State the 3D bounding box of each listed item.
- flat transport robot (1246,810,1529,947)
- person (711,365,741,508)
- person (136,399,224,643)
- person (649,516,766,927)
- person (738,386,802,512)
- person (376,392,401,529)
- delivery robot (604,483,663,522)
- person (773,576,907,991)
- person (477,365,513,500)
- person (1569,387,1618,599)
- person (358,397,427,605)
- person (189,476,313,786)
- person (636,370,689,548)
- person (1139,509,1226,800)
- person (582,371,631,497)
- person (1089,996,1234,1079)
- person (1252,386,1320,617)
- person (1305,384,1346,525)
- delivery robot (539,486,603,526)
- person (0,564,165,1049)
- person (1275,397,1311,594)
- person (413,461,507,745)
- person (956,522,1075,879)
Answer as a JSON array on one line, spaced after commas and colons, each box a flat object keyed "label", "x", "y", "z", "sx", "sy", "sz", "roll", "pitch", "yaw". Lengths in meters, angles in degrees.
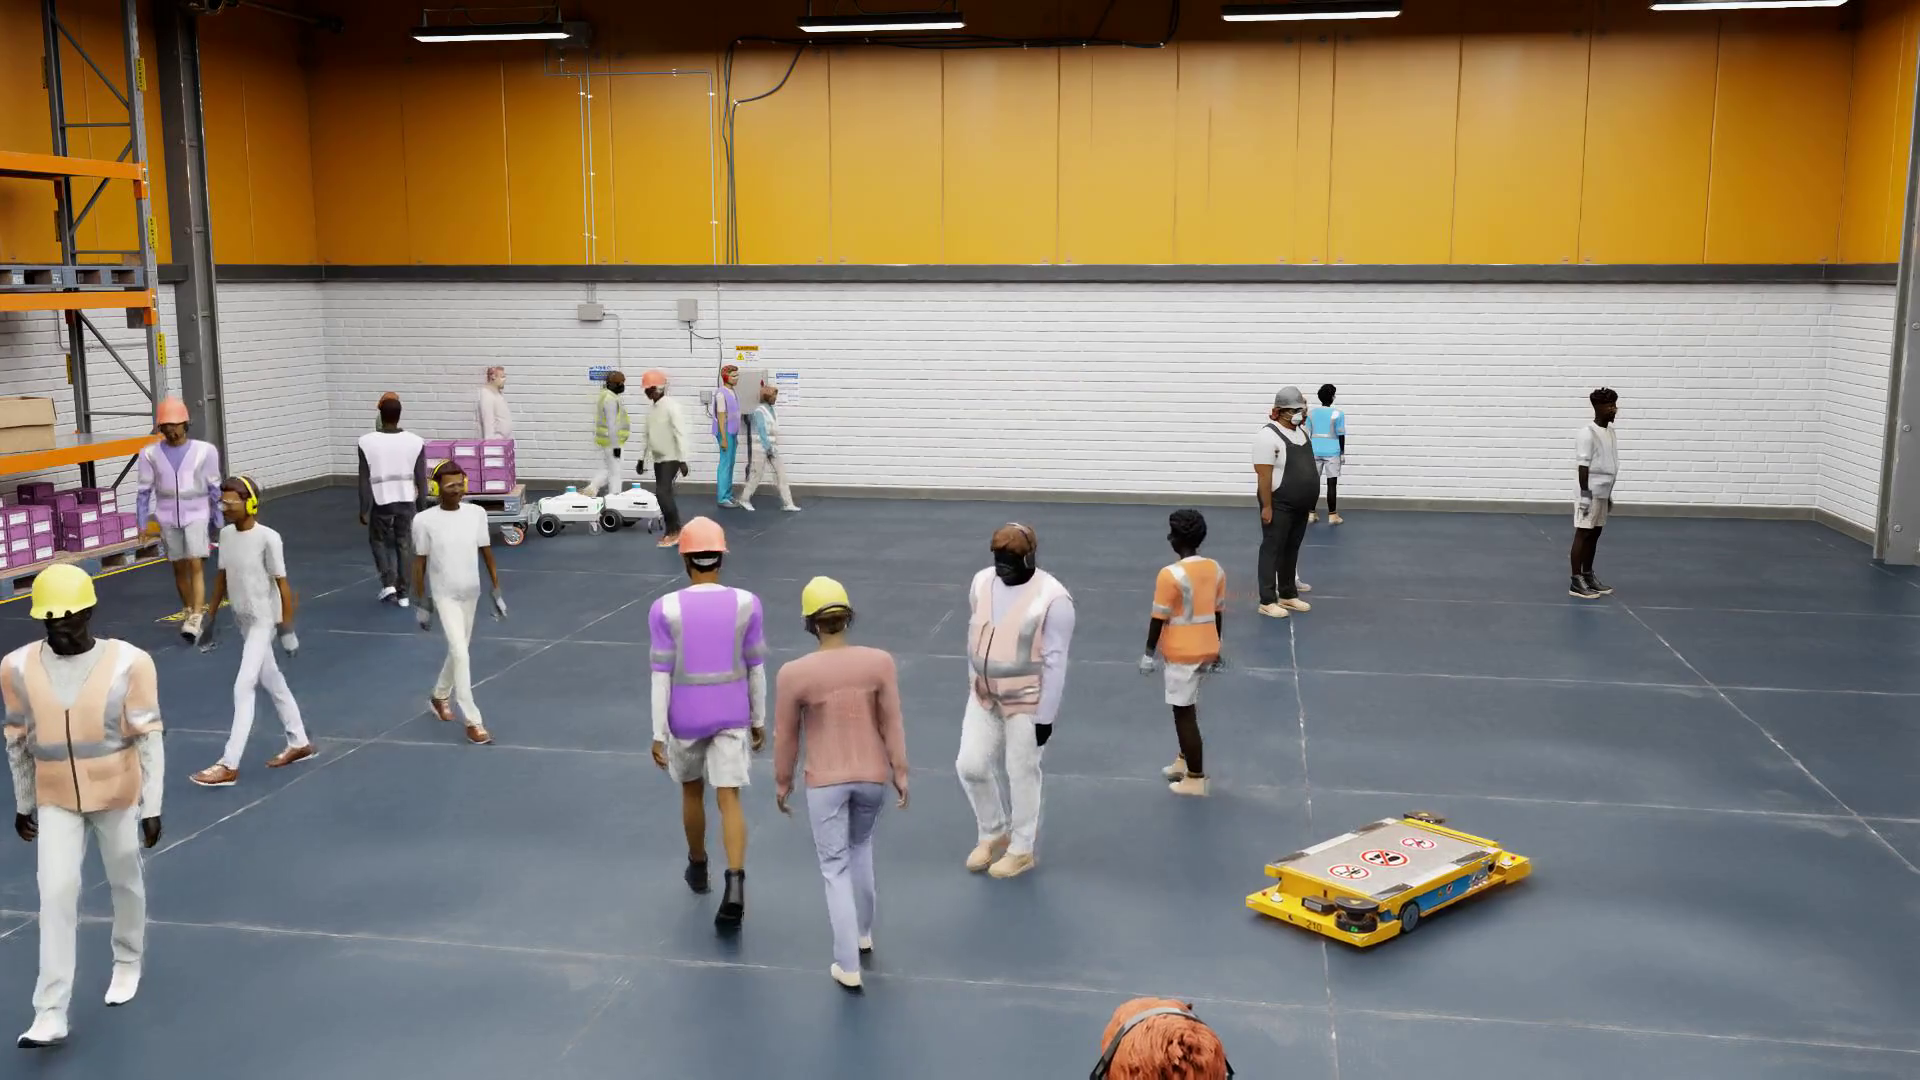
[{"label": "flat transport robot", "x": 2.092, "y": 1.610, "z": 8.055, "sx": 1.431, "sy": 0.197, "sz": 0.652, "roll": -8, "pitch": 12, "yaw": -41}, {"label": "person", "x": -3.010, "y": -1.336, "z": 21.464, "sx": 0.372, "sy": 1.843, "sz": 0.570, "roll": 1, "pitch": 9, "yaw": 7}, {"label": "person", "x": -6.418, "y": -0.150, "z": 13.656, "sx": 0.640, "sy": 1.988, "sz": 1.035, "roll": -2, "pitch": 9, "yaw": -12}, {"label": "person", "x": -1.172, "y": 0.843, "z": 7.834, "sx": 0.557, "sy": 1.895, "sz": 0.954, "roll": -2, "pitch": 9, "yaw": -15}, {"label": "person", "x": -2.451, "y": -1.148, "z": 21.053, "sx": 0.810, "sy": 1.599, "sz": 0.519, "roll": 4, "pitch": 10, "yaw": 23}, {"label": "person", "x": -6.738, "y": -0.941, "z": 19.700, "sx": 0.494, "sy": 1.624, "sz": 0.279, "roll": 8, "pitch": 12, "yaw": 42}, {"label": "delivery robot", "x": -3.794, "y": -0.425, "z": 19.512, "sx": 0.707, "sy": 0.478, "sz": 0.477, "roll": 2, "pitch": 9, "yaw": 13}, {"label": "person", "x": -0.541, "y": 1.014, "z": 7.184, "sx": 0.543, "sy": 1.736, "sz": 0.655, "roll": -4, "pitch": 10, "yaw": -21}, {"label": "person", "x": -5.823, "y": -1.222, "z": 20.631, "sx": 0.636, "sy": 1.884, "sz": 0.656, "roll": -1, "pitch": 9, "yaw": -4}, {"label": "person", "x": 5.954, "y": -0.449, "z": 15.583, "sx": 0.372, "sy": 1.966, "sz": 0.603, "roll": 9, "pitch": 13, "yaw": 44}, {"label": "person", "x": -5.169, "y": -0.346, "z": 15.157, "sx": 0.616, "sy": 1.896, "sz": 0.478, "roll": -5, "pitch": 11, "yaw": -30}, {"label": "person", "x": -4.312, "y": 0.533, "z": 9.935, "sx": 0.530, "sy": 1.824, "sz": 0.953, "roll": 7, "pitch": 11, "yaw": 36}, {"label": "person", "x": -3.295, "y": -0.889, "z": 18.338, "sx": 0.647, "sy": 1.958, "sz": 0.659, "roll": -9, "pitch": 13, "yaw": -43}, {"label": "person", "x": 1.256, "y": 0.652, "z": 9.660, "sx": 0.568, "sy": 1.679, "sz": 0.537, "roll": 8, "pitch": 12, "yaw": 42}, {"label": "person", "x": -4.425, "y": -1.224, "z": 20.901, "sx": 0.568, "sy": 1.815, "sz": 0.636, "roll": -2, "pitch": 9, "yaw": -12}, {"label": "person", "x": 0.319, "y": 1.662, "z": 2.740, "sx": 0.587, "sy": 1.882, "sz": 0.342, "roll": -3, "pitch": 10, "yaw": -20}, {"label": "person", "x": 2.918, "y": -0.347, "z": 14.723, "sx": 0.539, "sy": 2.000, "sz": 0.688, "roll": 8, "pitch": 12, "yaw": 42}, {"label": "person", "x": 4.398, "y": -1.032, "z": 20.032, "sx": 0.531, "sy": 1.698, "sz": 0.320, "roll": 7, "pitch": 11, "yaw": 37}, {"label": "delivery robot", "x": -4.485, "y": -0.375, "z": 19.204, "sx": 0.707, "sy": 0.478, "sz": 0.477, "roll": -1, "pitch": 9, "yaw": -4}, {"label": "person", "x": -3.487, "y": 1.039, "z": 6.592, "sx": 0.617, "sy": 1.880, "sz": 0.945, "roll": -2, "pitch": 9, "yaw": -11}, {"label": "person", "x": 3.132, "y": -0.424, "z": 15.683, "sx": 0.342, "sy": 1.882, "sz": 0.587, "roll": 8, "pitch": 12, "yaw": 40}, {"label": "person", "x": -3.318, "y": 0.369, "z": 10.968, "sx": 0.537, "sy": 1.830, "sz": 0.964, "roll": -8, "pitch": 12, "yaw": -42}, {"label": "person", "x": 0.258, "y": 0.808, "z": 8.248, "sx": 0.648, "sy": 1.818, "sz": 0.465, "roll": 8, "pitch": 12, "yaw": 39}]
